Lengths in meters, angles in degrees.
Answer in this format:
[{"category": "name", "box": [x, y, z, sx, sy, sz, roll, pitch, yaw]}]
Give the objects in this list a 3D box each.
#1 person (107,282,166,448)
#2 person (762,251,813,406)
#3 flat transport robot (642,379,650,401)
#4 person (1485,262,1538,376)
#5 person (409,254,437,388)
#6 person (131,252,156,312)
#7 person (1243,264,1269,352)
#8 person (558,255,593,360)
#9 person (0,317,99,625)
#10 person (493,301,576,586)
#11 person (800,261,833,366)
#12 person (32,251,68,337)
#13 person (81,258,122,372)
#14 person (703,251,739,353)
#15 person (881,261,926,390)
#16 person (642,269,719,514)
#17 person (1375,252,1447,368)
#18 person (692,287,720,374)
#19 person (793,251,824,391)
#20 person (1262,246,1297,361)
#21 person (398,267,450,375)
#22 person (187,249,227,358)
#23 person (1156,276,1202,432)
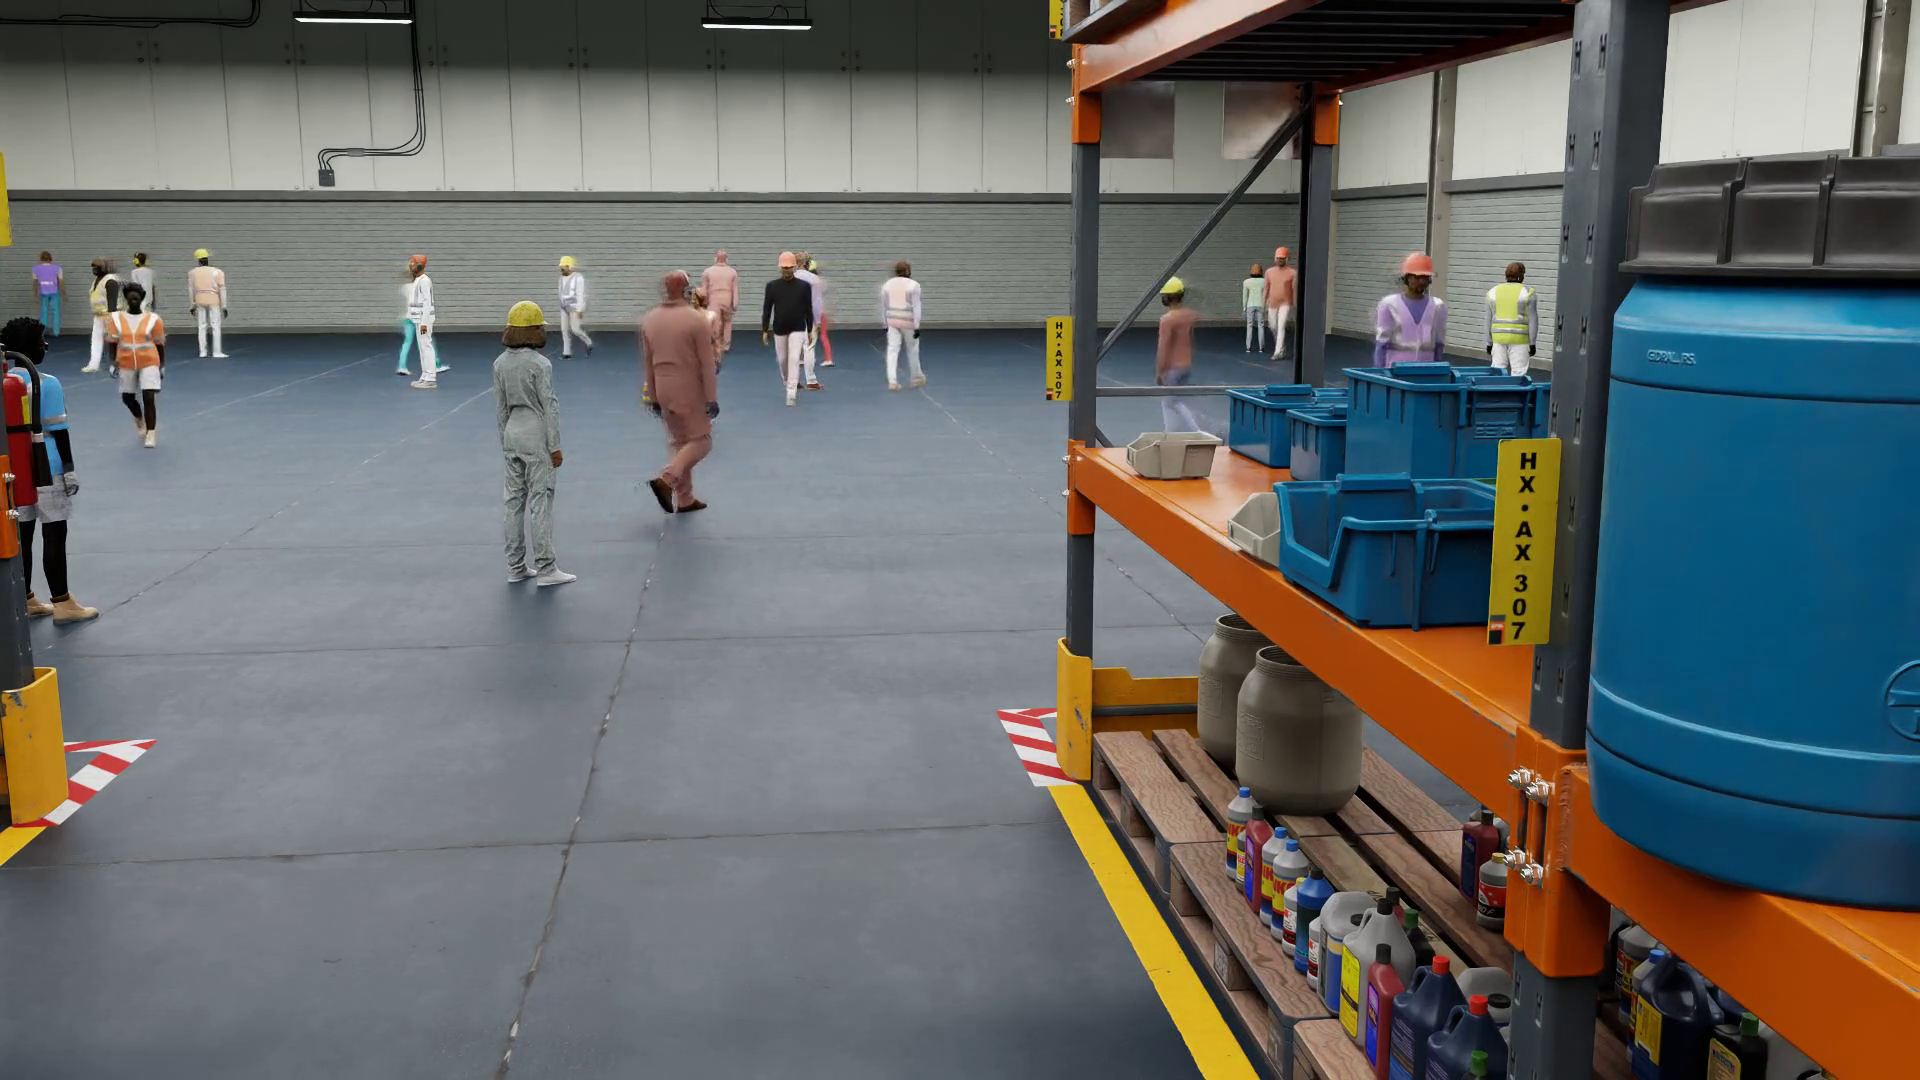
[{"category": "person", "box": [-8.399, -1.801, 17.025, 0.539, 1.677, 0.665, -3, 11, -15]}, {"category": "person", "box": [-2.197, -2.711, 21.290, 0.646, 1.962, 0.910, 0, 10, 1]}, {"category": "flat transport robot", "box": [-3.822, -1.976, 21.858, 0.652, 0.197, 1.431, -2, 10, -9]}, {"category": "person", "box": [6.399, -2.292, 19.285, 0.619, 1.845, 0.430, 9, 14, 41]}, {"category": "person", "box": [-7.623, -3.092, 23.552, 0.353, 1.884, 0.577, -5, 12, -27]}, {"category": "person", "box": [-15.507, -4.557, 31.697, 0.720, 1.851, 0.521, 4, 11, 20]}, {"category": "person", "box": [5.493, -4.298, 30.849, 0.500, 1.633, 0.286, 3, 11, 14]}, {"category": "person", "box": [-6.724, -4.034, 28.911, 0.607, 1.814, 0.598, 7, 12, 32]}, {"category": "person", "box": [-5.091, -0.376, 9.177, 0.535, 1.697, 0.318, 4, 11, 19]}, {"category": "person", "box": [-2.634, -0.590, 10.225, 0.487, 1.744, 0.294, 6, 12, 30]}, {"category": "person", "box": [-2.465, -3.732, 27.499, 0.881, 1.727, 0.539, 7, 13, 35]}, {"category": "person", "box": [-19.285, -5.204, 35.258, 0.587, 1.835, 0.471, -3, 11, -17]}, {"category": "person", "box": [-13.569, -3.592, 26.565, 0.628, 1.800, 0.961, 7, 13, 35]}, {"category": "person", "box": [-4.365, -4.344, 30.424, 0.646, 1.880, 0.739, -2, 10, -9]}, {"category": "person", "box": [-0.789, -3.012, 23.372, 0.645, 1.785, 0.974, 4, 11, 23]}, {"category": "person", "box": [-2.154, -1.115, 12.705, 0.659, 1.888, 0.636, 7, 13, 35]}, {"category": "person", "box": [3.810, -1.441, 14.152, 0.613, 2.013, 0.980, 0, 10, -1]}, {"category": "person", "box": [-2.847, -1.947, 18.045, 0.528, 1.603, 0.830, 2, 11, 12]}, {"category": "person", "box": [-2.188, -3.042, 23.145, 0.627, 1.934, 0.371, 6, 12, 29]}, {"category": "person", "box": [5.582, -4.119, 28.935, 0.625, 1.972, 0.840, 6, 12, 29]}, {"category": "person", "box": [-8.400, -3.420, 25.797, 0.533, 1.719, 0.903, 6, 12, 29]}, {"category": "person", "box": [-13.245, -4.148, 29.288, 0.626, 1.908, 0.369, -3, 11, -15]}, {"category": "person", "box": [2.081, -1.643, 15.944, 0.446, 1.753, 0.542, 8, 13, 38]}]
